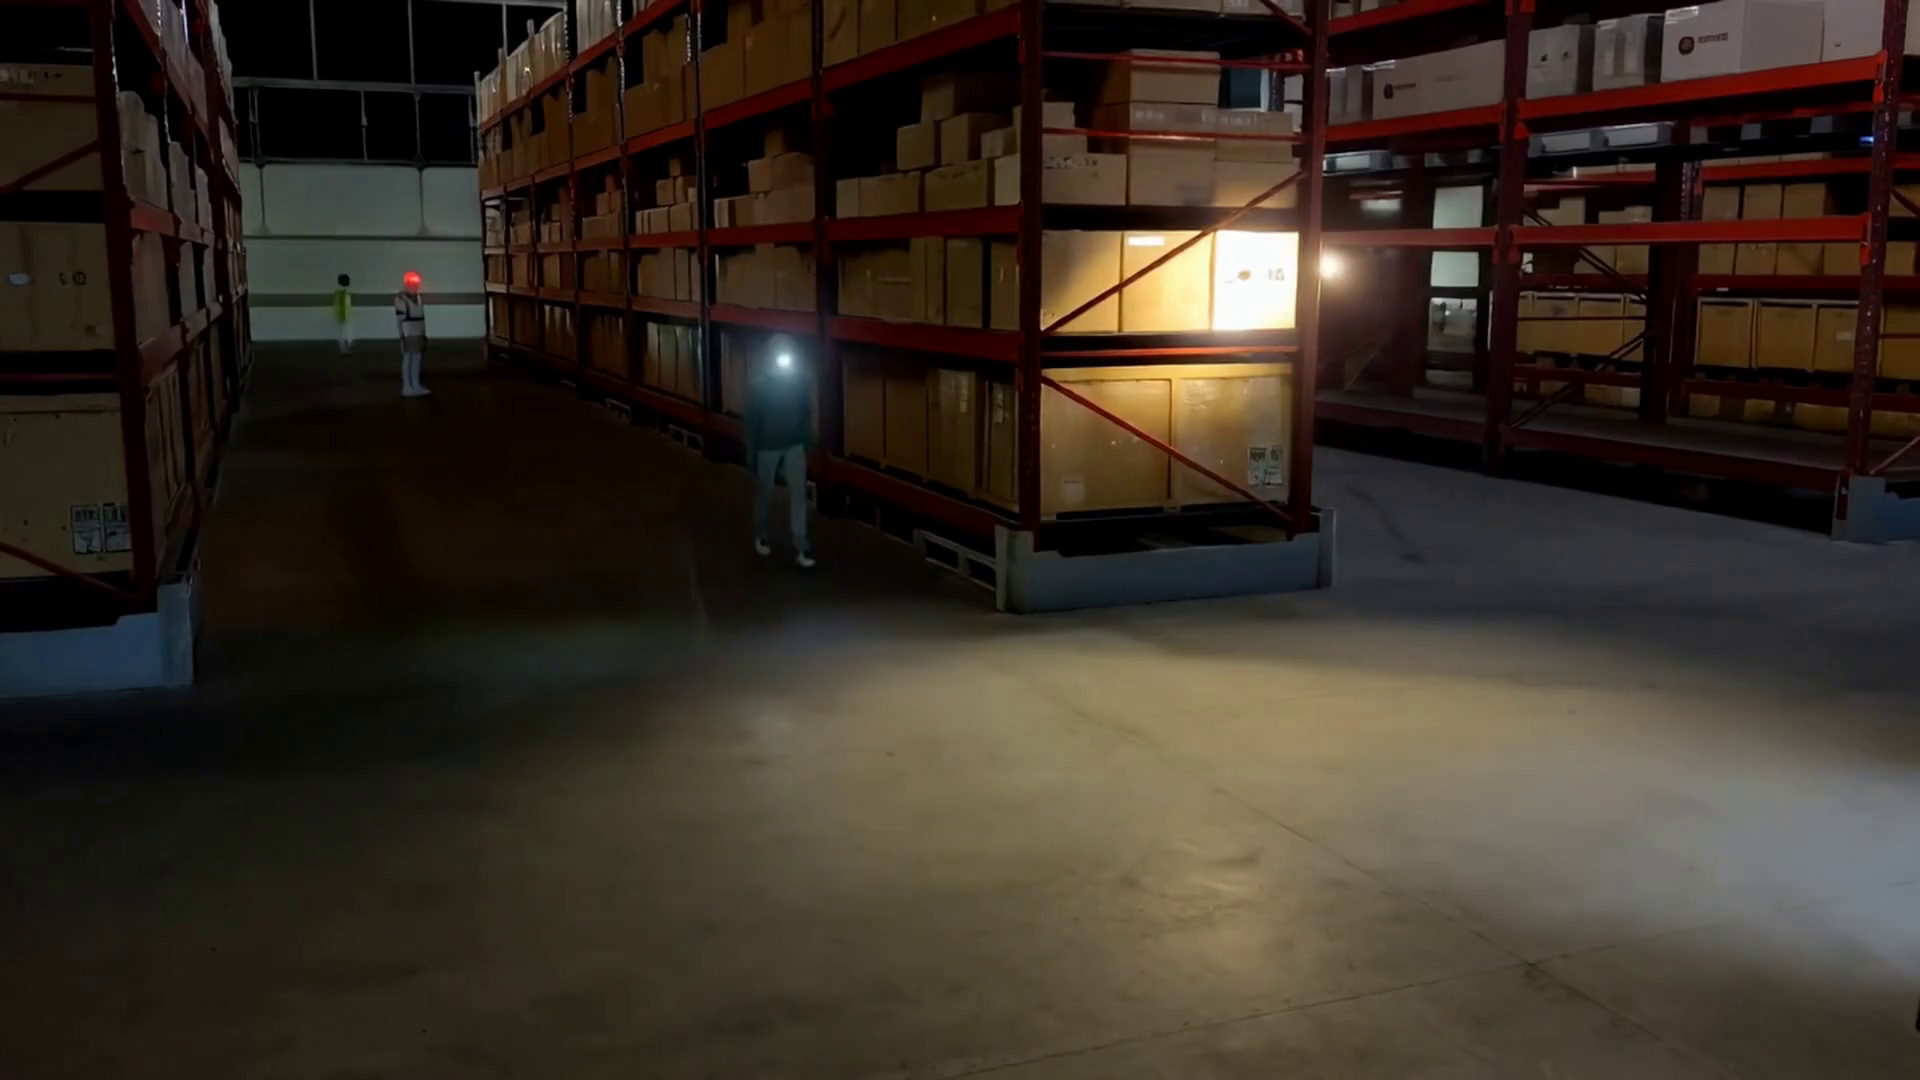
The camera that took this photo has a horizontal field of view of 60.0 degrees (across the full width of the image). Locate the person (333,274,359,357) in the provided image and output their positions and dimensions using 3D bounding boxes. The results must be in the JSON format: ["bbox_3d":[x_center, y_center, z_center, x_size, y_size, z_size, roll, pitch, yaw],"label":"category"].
[{"bbox_3d":[-13.452,-4.925,36.505,0.542,1.825,0.662,-7,12,-37],"label":"person"}]

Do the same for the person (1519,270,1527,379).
[{"bbox_3d":[9.810,-3.756,29.187,0.620,1.947,1.022,-4,10,-22],"label":"person"}]

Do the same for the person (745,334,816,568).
[{"bbox_3d":[-1.265,-0.639,11.544,0.515,1.591,0.856,-5,11,-27],"label":"person"}]

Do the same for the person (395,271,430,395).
[{"bbox_3d":[-8.577,-3.248,26.137,0.379,1.937,0.548,5,11,27],"label":"person"}]
